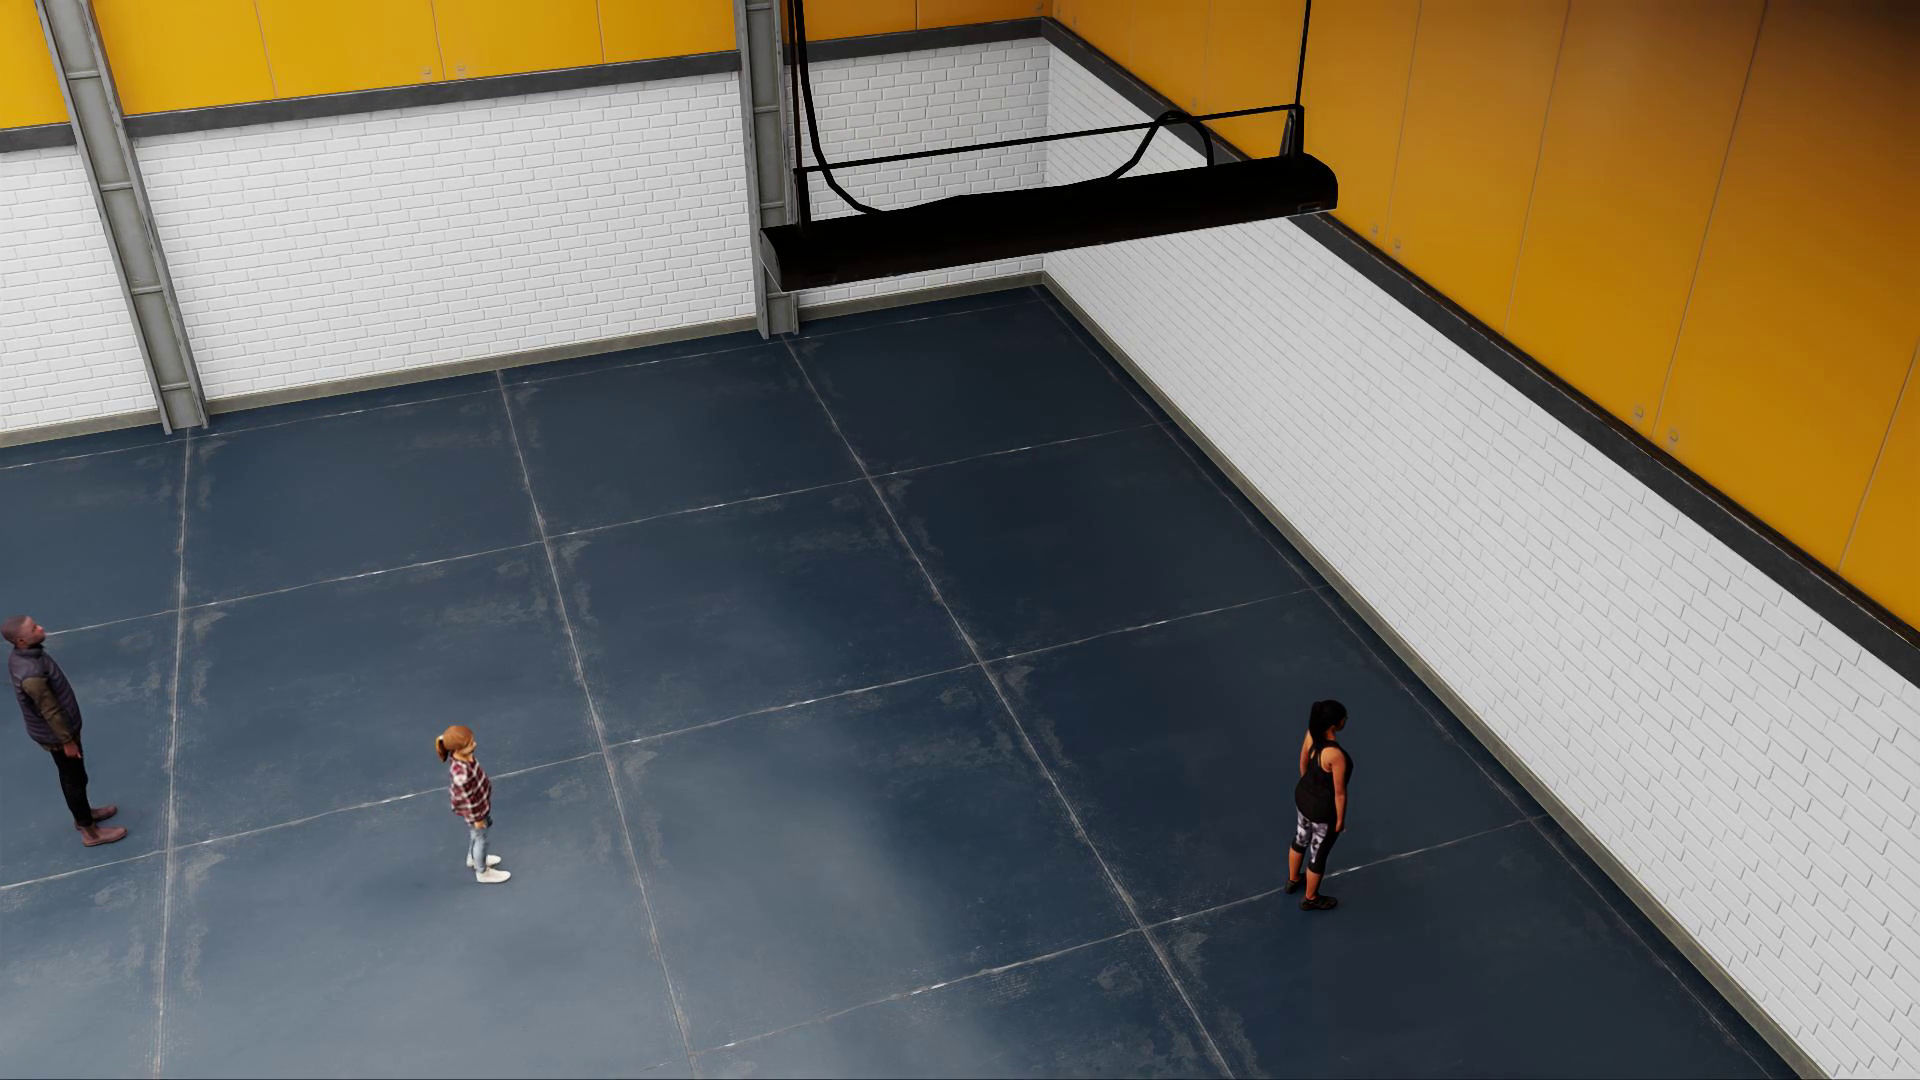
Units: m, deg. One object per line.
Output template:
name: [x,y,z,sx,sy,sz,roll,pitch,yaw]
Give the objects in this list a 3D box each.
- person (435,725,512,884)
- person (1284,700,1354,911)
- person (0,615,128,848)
person: [-3.229,1.716,10.914,0.528,1.303,0.548,-8,34,-12]
person: [2.299,1.677,10.651,0.513,1.659,0.585,-13,36,-19]
person: [-6.036,1.260,11.120,0.660,1.835,0.747,-20,39,-28]
